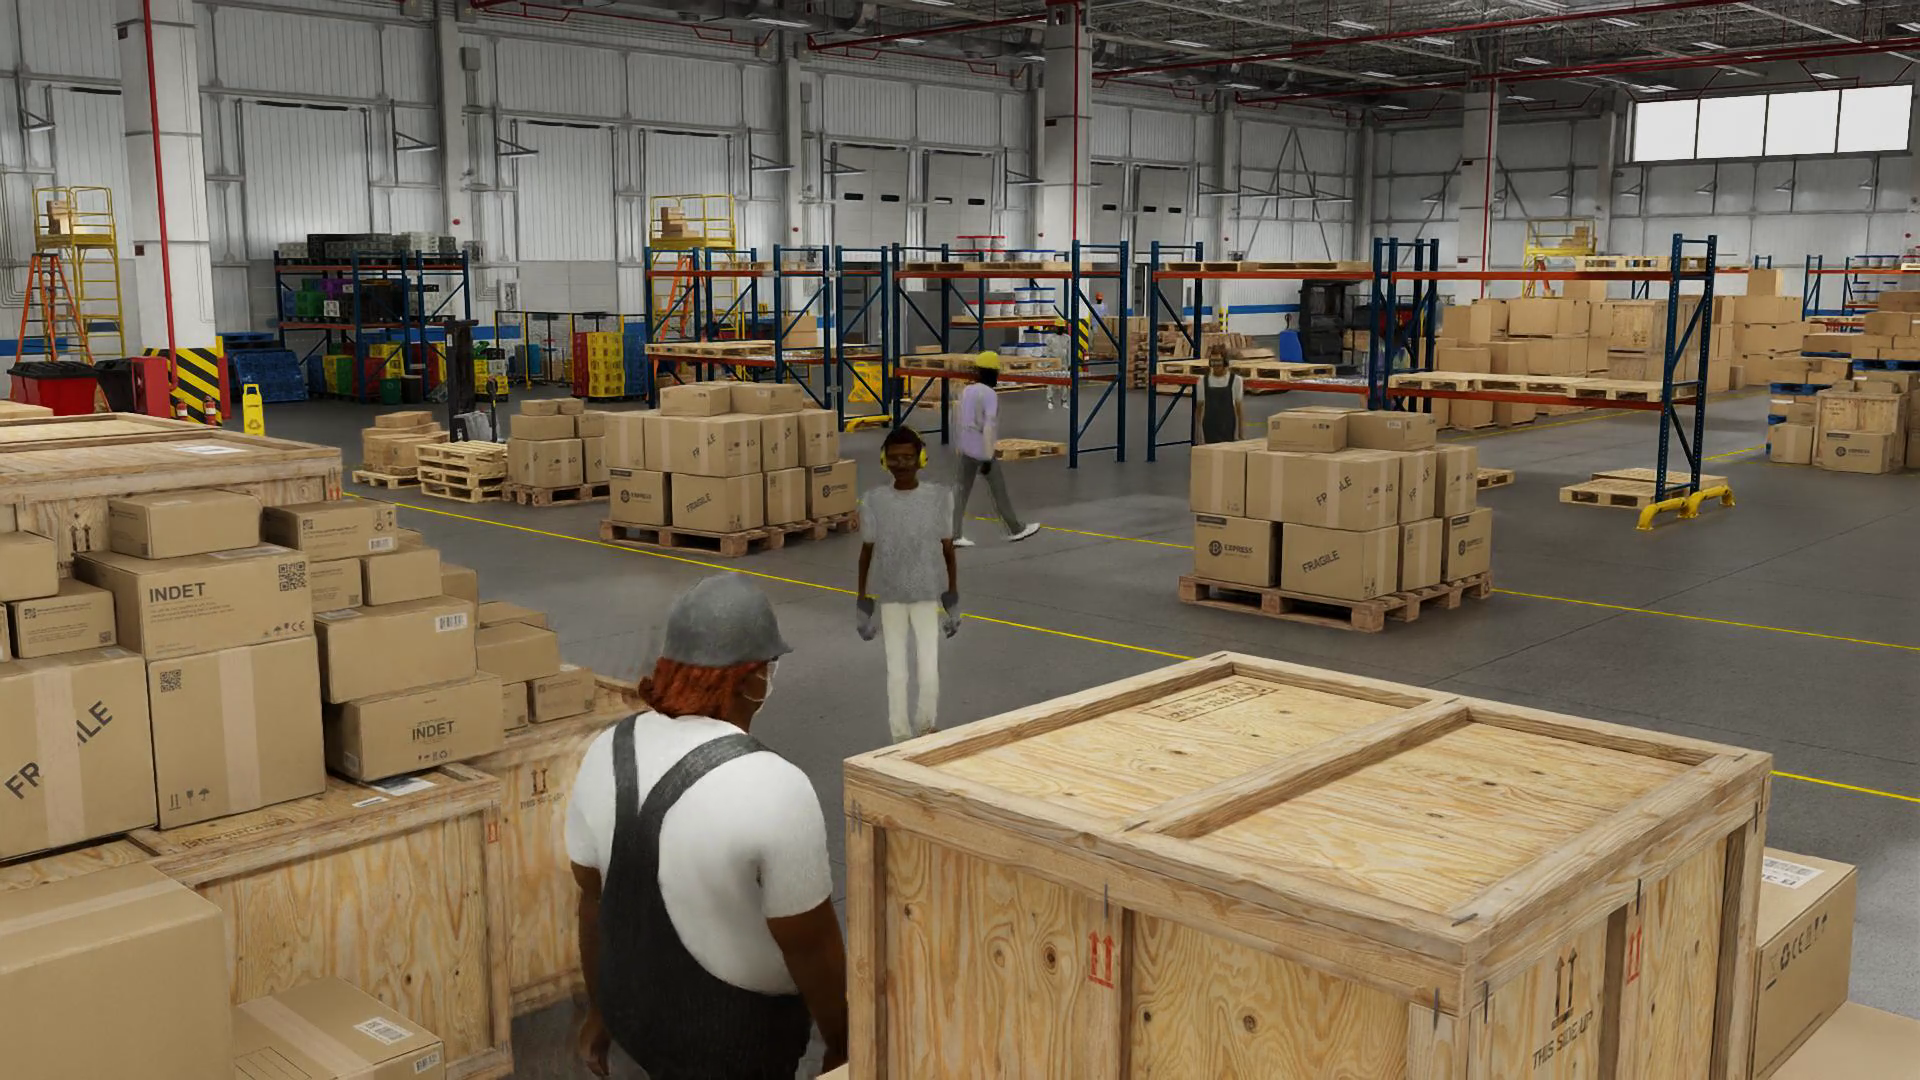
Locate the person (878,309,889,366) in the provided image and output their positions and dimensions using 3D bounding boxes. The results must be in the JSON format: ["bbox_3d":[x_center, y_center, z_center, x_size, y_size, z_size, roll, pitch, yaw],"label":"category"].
[{"bbox_3d":[-2.021,-5.352,44.189,0.312,1.633,0.520,1,9,5],"label":"person"}]

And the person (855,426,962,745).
[{"bbox_3d":[-0.272,0.333,8.625,0.563,1.855,0.417,0,9,2],"label":"person"}]

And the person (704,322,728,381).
[{"bbox_3d":[-4.523,-3.190,30.736,0.552,1.679,0.363,8,12,41],"label":"person"}]

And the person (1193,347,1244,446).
[{"bbox_3d":[2.772,-1.165,17.921,0.544,1.819,0.616,3,10,19],"label":"person"}]

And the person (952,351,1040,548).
[{"bbox_3d":[0.279,-0.867,15.931,1.003,1.868,0.599,-5,11,-30],"label":"person"}]

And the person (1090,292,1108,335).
[{"bbox_3d":[4.308,-6.706,51.576,0.544,1.930,0.389,0,9,0],"label":"person"}]

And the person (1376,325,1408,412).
[{"bbox_3d":[6.139,-2.182,24.077,0.612,1.870,0.838,-8,12,-39],"label":"person"}]

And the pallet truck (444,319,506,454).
[{"bbox_3d":[-6.981,-1.942,22.150,1.885,1.965,0.823,1,9,9],"label":"pallet truck"}]

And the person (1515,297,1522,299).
[{"bbox_3d":[14.385,-5.308,42.965,0.542,1.939,0.362,6,11,31],"label":"person"}]

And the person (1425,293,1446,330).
[{"bbox_3d":[14.719,-6.695,51.528,0.650,1.922,0.594,1,9,4],"label":"person"}]

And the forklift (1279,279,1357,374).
[{"bbox_3d":[8.957,-5.571,41.703,1.129,2.768,1.873,-4,10,-24],"label":"forklift"}]

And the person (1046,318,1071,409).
[{"bbox_3d":[1.881,-3.338,31.530,0.486,1.738,0.340,-2,9,-11],"label":"person"}]

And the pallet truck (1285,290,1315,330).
[{"bbox_3d":[11.297,-6.951,52.861,1.885,1.965,0.823,-5,11,-29],"label":"pallet truck"}]
